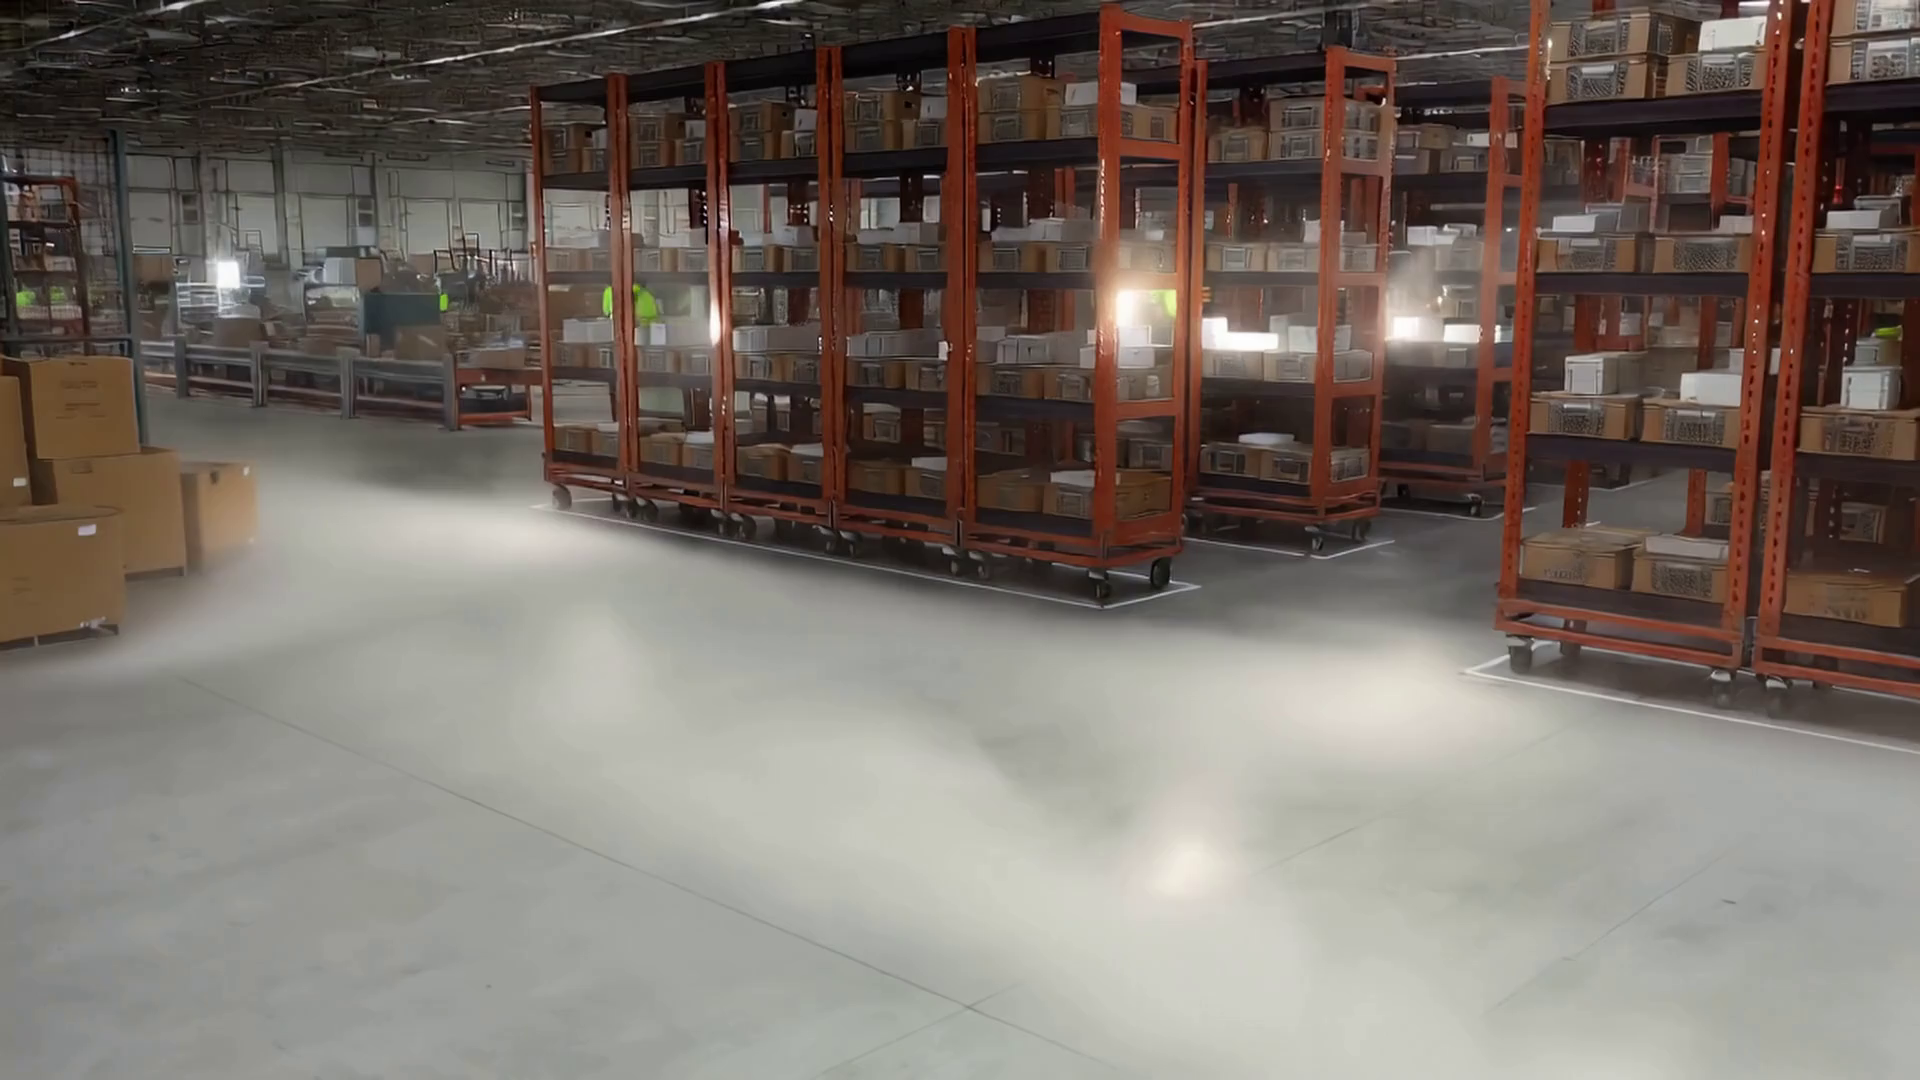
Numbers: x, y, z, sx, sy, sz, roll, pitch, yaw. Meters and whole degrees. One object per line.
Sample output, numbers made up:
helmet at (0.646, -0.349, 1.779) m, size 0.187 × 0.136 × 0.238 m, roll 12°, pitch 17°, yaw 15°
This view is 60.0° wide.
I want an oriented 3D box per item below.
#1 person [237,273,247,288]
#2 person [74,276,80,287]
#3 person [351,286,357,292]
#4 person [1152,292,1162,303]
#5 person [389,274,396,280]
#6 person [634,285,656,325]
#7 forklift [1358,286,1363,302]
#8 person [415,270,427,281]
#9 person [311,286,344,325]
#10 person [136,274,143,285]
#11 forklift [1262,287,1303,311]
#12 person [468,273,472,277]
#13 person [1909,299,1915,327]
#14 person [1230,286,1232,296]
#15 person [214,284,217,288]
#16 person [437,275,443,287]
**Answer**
person at (-25.070, -8.355, 58.124) m, size 0.988 × 1.929 × 0.617 m, roll -7°, pitch 12°, yaw -36°
person at (-41.704, -11.658, 78.668) m, size 0.539 × 1.817 × 0.970 m, roll 5°, pitch 11°, yaw 29°
person at (-31.949, -13.176, 87.645) m, size 0.370 × 1.927 × 0.588 m, roll 0°, pitch 9°, yaw 2°
person at (6.348, -7.453, 53.451) m, size 0.279 × 1.634 × 0.497 m, roll -3°, pitch 10°, yaw -19°
person at (-18.854, -7.938, 55.583) m, size 0.559 × 1.904 × 0.648 m, roll 7°, pitch 12°, yaw 38°
person at (-6.026, -4.189, 32.741) m, size 0.835 × 1.870 × 0.664 m, roll -2°, pitch 9°, yaw -11°
forklift at (11.100, -7.017, 46.970) m, size 1.873 × 2.768 × 1.129 m, roll 9°, pitch 13°, yaw 43°
person at (-28.132, -13.083, 86.728) m, size 0.716 × 2.000 × 0.692 m, roll 8°, pitch 12°, yaw 39°
person at (-12.396, -4.262, 32.634) m, size 0.608 × 2.044 × 0.371 m, roll -5°, pitch 11°, yaw -29°
person at (-42.590, -12.923, 86.410) m, size 0.626 × 1.831 × 0.432 m, roll 8°, pitch 12°, yaw 39°
forklift at (10.769, -8.203, 54.240) m, size 1.129 × 2.768 × 1.873 m, roll 8°, pitch 12°, yaw 42°
person at (-26.714, -13.645, 90.484) m, size 0.363 × 1.938 × 0.642 m, roll -4°, pitch 10°, yaw -23°
person at (12.261, -2.394, 21.331) m, size 0.397 × 1.992 × 0.622 m, roll 5°, pitch 11°, yaw 28°
person at (9.076, -7.775, 55.491) m, size 0.491 × 1.620 × 0.500 m, roll -7°, pitch 12°, yaw -38°
person at (-33.208, -10.961, 74.317) m, size 0.606 × 1.840 × 0.923 m, roll 6°, pitch 11°, yaw 31°
person at (-19.561, -9.089, 62.914) m, size 0.536 × 1.830 × 0.959 m, roll 5°, pitch 10°, yaw 27°
